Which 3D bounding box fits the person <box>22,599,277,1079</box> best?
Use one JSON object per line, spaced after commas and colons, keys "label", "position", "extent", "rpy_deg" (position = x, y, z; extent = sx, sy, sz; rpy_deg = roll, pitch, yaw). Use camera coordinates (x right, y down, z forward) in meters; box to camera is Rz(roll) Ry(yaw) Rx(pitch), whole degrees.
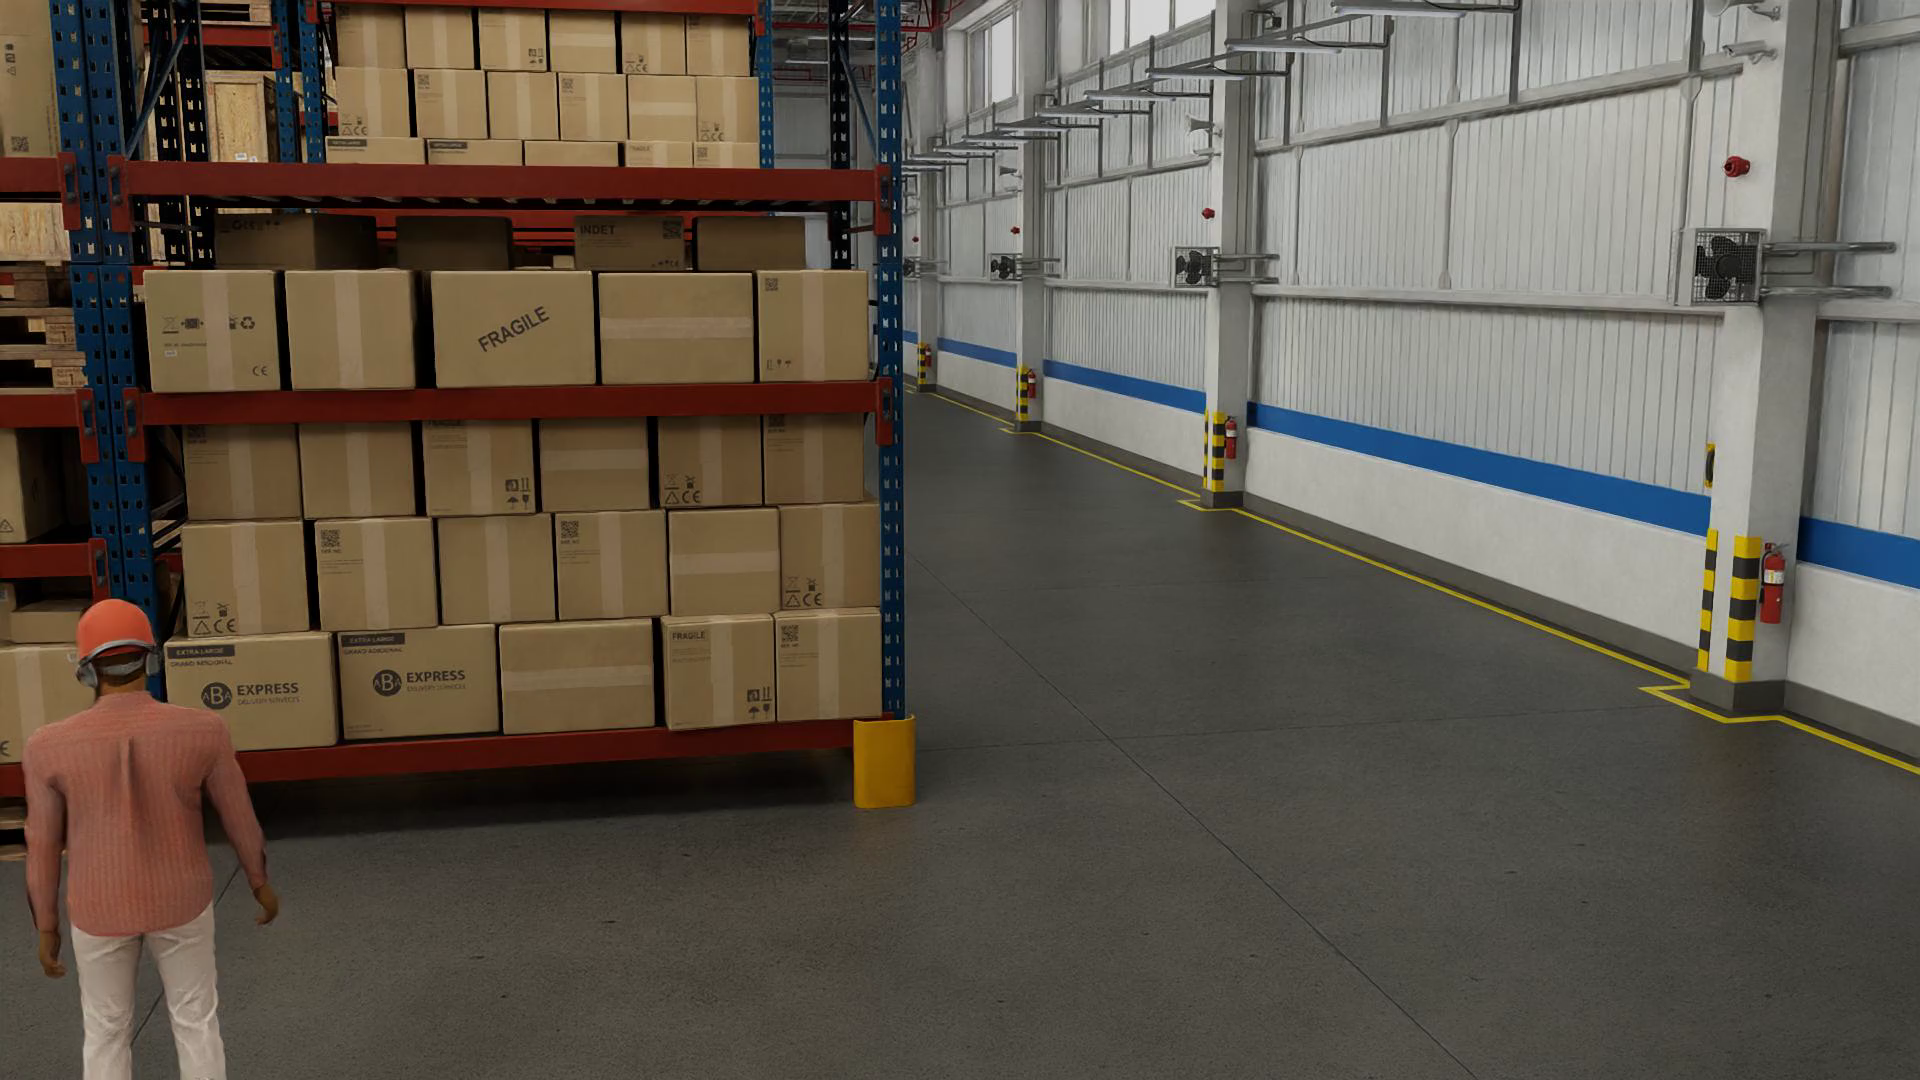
{"label": "person", "position": [-2.615, 1.169, 5.402], "extent": [0.700, 1.982, 0.412], "rpy_deg": [-4, 10, -24]}
